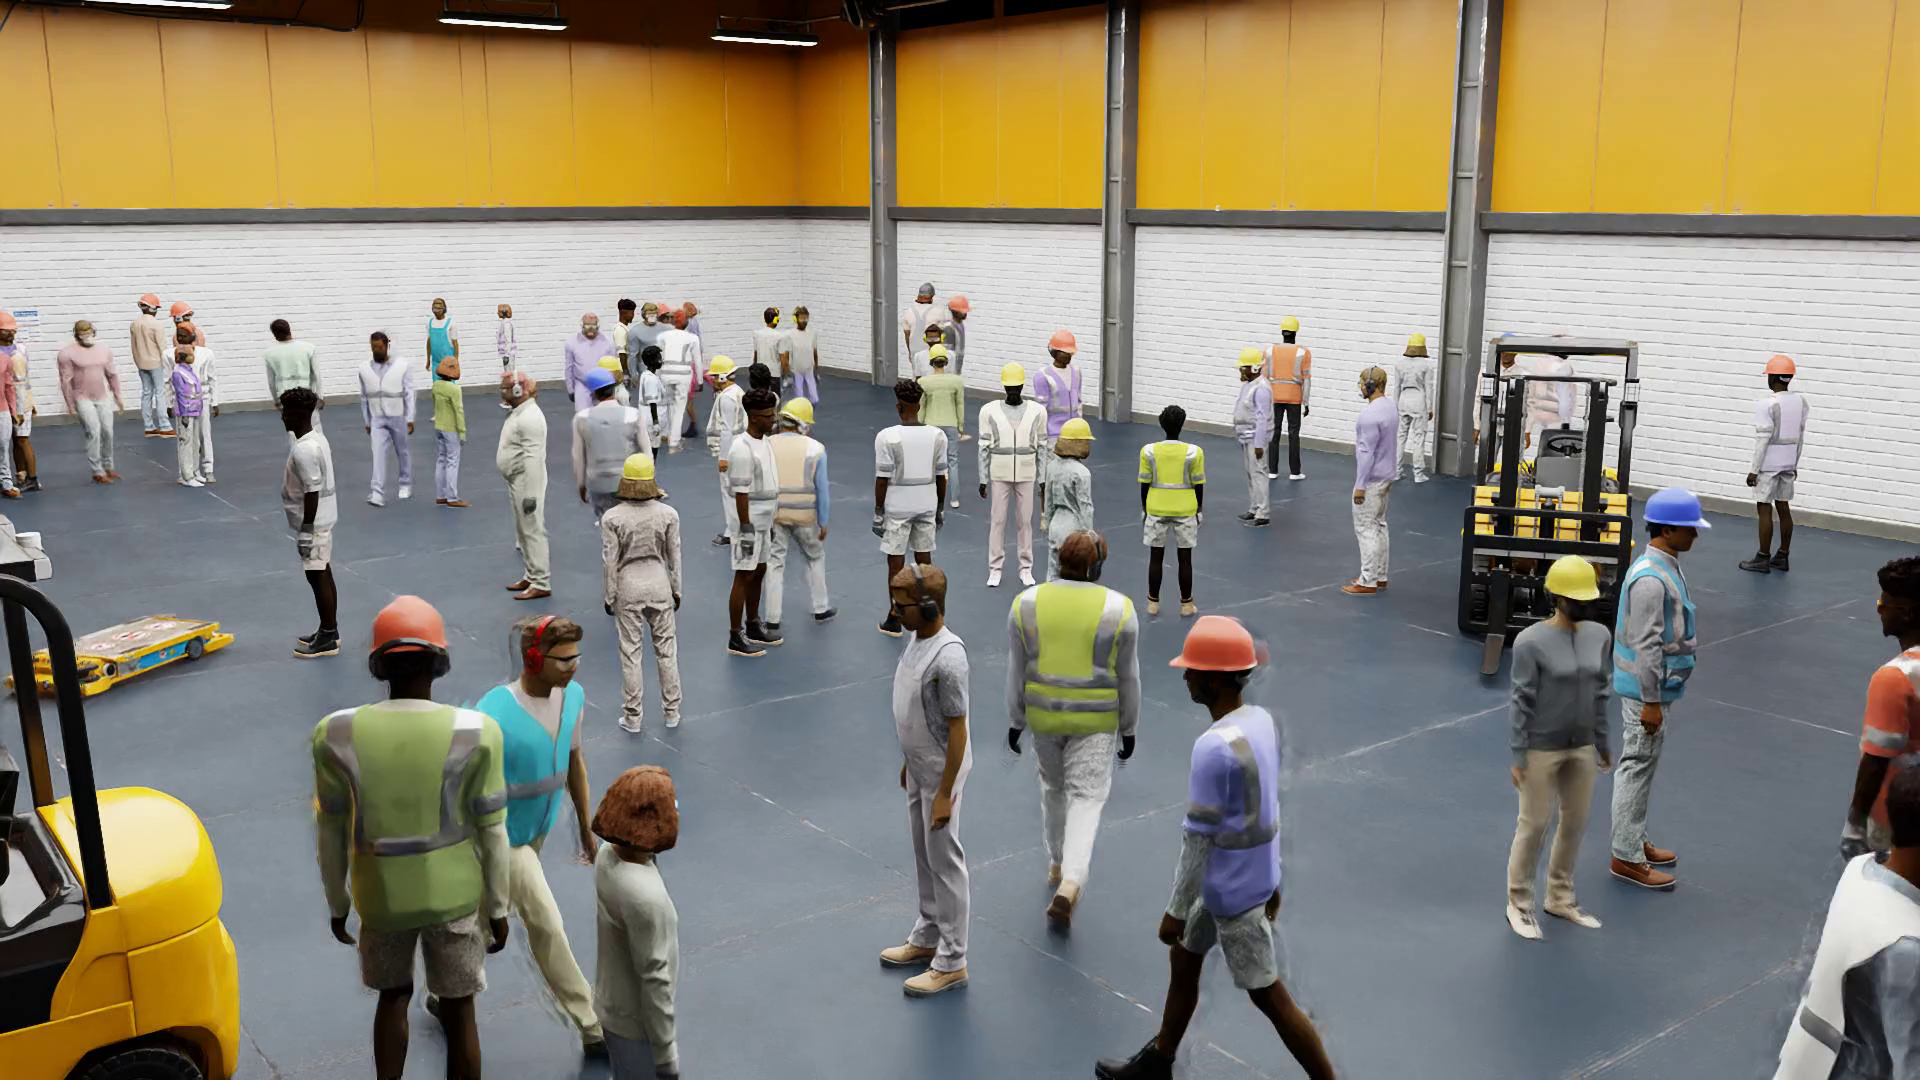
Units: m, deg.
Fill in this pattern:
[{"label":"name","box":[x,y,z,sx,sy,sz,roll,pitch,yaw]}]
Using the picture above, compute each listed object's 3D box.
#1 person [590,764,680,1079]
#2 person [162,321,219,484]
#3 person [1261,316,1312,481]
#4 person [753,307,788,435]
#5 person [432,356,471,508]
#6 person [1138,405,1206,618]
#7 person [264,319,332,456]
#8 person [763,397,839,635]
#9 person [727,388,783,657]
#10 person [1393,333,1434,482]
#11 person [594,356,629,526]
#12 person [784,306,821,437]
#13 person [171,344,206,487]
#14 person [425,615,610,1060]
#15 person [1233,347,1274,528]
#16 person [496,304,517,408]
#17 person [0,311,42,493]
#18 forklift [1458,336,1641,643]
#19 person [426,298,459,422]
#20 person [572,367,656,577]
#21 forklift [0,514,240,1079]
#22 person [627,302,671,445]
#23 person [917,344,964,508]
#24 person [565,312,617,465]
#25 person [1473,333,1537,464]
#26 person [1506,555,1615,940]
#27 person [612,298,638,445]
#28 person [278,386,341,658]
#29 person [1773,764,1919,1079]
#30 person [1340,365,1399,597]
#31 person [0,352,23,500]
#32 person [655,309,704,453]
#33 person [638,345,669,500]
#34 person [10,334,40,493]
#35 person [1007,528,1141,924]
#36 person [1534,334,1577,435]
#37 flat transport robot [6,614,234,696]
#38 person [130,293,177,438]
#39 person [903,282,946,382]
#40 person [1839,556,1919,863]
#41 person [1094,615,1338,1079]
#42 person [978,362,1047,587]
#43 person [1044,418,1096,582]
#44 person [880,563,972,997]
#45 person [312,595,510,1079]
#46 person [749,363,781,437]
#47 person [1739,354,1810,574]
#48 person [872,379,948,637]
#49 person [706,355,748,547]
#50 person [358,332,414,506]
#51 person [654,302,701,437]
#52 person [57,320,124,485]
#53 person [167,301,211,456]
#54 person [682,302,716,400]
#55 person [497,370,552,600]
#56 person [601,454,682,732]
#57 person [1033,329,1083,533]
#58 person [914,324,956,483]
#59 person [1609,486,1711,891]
[{"label":"person","box":[-0.982,1.476,5.119,0.276,1.627,0.504,-6,13,-25]},{"label":"person","box":[-8.910,-1.590,19.298,0.575,1.882,0.359,-4,12,-19]},{"label":"person","box":[3.825,-1.657,19.514,0.589,1.928,0.385,6,13,26]},{"label":"person","box":[-2.538,-2.181,22.226,0.531,1.856,0.329,6,13,25]},{"label":"person","box":[-5.472,-1.157,17.842,0.503,1.624,0.284,10,15,40]},{"label":"person","box":[1.672,-0.221,13.136,0.532,1.698,0.319,3,12,14]},{"label":"person","box":[-7.933,-1.701,19.894,0.654,1.868,0.438,-3,12,-15]},{"label":"person","box":[-1.274,-0.188,12.773,0.646,1.796,0.627,0,12,0]},{"label":"person","box":[-1.492,-0.138,12.113,0.389,1.956,0.606,3,12,14]},{"label":"person","box":[5.315,-1.553,19.489,0.490,1.737,0.320,11,16,43]},{"label":"person","box":[-3.490,-0.977,16.680,0.304,1.742,0.487,-11,16,-44]},{"label":"person","box":[-2.122,-2.256,22.598,0.528,1.846,0.404,-6,13,-28]},{"label":"person","box":[-8.866,-1.434,19.130,0.308,1.642,0.510,-1,12,-7]},{"label":"person","box":[-1.714,1.138,6.446,1.050,1.761,0.573,4,12,18]},{"label":"person","box":[2.950,-1.038,16.816,0.426,1.815,0.587,-1,12,-3]},{"label":"person","box":[-7.136,-2.900,26.216,0.307,1.641,0.513,-4,12,-19]},{"label":"person","box":[-10.646,-1.541,18.672,0.397,2.043,0.609,4,12,19]},{"label":"forklift","box":[4.683,-0.471,13.136,1.214,2.155,2.313,4,12,20]},{"label":"person","box":[-7.627,-2.647,24.527,0.517,1.837,0.338,4,12,16]},{"label":"person","box":[-2.869,-0.476,13.818,0.672,1.914,0.447,-1,12,-5]},{"label":"forklift","box":[-3.687,1.115,5.480,2.313,2.155,1.214,-9,15,-36]},{"label":"person","box":[-4.115,-2.215,22.218,0.635,1.928,0.381,-8,14,-35]},{"label":"person","box":[-0.215,-1.205,17.746,0.527,1.761,0.333,-1,12,-6]},{"label":"person","box":[-4.557,-1.874,20.666,0.641,1.884,0.689,-4,12,-18]},{"label":"person","box":[5.523,-1.132,16.926,0.602,1.948,0.387,6,13,26]},{"label":"person","box":[2.709,0.933,7.478,0.578,1.764,0.310,-4,12,-20]},{"label":"person","box":[-4.497,-2.267,22.380,0.377,1.959,0.603,-3,12,-12]},{"label":"person","box":[-4.714,-0.136,12.070,0.361,1.965,0.613,-3,12,-14]},{"label":"person","box":[2.438,1.503,4.320,0.675,1.891,0.611,7,13,29]},{"label":"person","box":[3.456,-0.493,13.909,0.377,1.927,0.635,7,14,30]},{"label":"person","box":[-10.581,-1.375,18.125,0.372,1.940,0.631,8,14,32]},{"label":"person","box":[-3.644,-2.095,21.794,0.601,1.850,0.843,3,12,14]},{"label":"person","box":[-3.389,-1.298,18.339,0.319,1.695,0.539,-3,12,-16]},{"label":"person","box":[-10.662,-1.493,18.733,0.393,1.927,0.549,-10,15,-40]},{"label":"person","box":[0.518,0.847,7.741,0.636,1.809,0.863,4,12,17]},{"label":"person","box":[6.487,-1.327,18.143,0.445,1.831,0.679,-1,12,-7]},{"label":"flat transport robot","box":[-5.890,0.787,11.732,0.652,0.197,1.431,3,12,16]},{"label":"person","box":[-11.128,-2.402,22.967,0.608,1.987,0.394,5,13,23]},{"label":"person","box":[-0.481,-2.843,24.966,0.684,2.000,0.538,5,13,22]},{"label":"person","box":[3.679,1.019,6.521,0.633,1.948,0.420,-8,14,-33]},{"label":"person","box":[1.004,1.199,5.872,1.018,1.885,0.548,5,13,22]},{"label":"person","box":[0.452,-0.553,14.182,0.594,1.926,0.367,-1,12,-4]},{"label":"person","box":[0.807,-0.016,12.039,0.323,1.741,0.491,-7,14,-32]},{"label":"person","box":[-0.129,0.988,6.956,0.344,1.839,0.506,-4,12,-19]},{"label":"person","box":[-1.806,1.197,5.533,0.620,2.011,0.598,-2,12,-9]},{"label":"person","box":[-1.958,-0.901,16.422,0.319,1.697,0.533,6,13,25]},{"label":"person","box":[7.195,-0.673,14.737,0.551,1.935,0.375,-5,13,-22]},{"label":"person","box":[-0.382,-0.240,12.622,0.614,1.952,0.386,-7,13,-29]},{"label":"person","box":[-2.217,-0.855,15.912,0.403,1.818,0.600,0,12,-1]},{"label":"person","box":[-6.211,-1.322,18.047,0.613,1.867,0.997,-1,12,-3]},{"label":"person","box":[-3.986,-2.346,23.008,0.988,1.868,0.559,8,14,34]},{"label":"person","box":[-10.025,-1.589,19.223,0.426,1.910,0.662,7,14,31]},{"label":"person","box":[-9.889,-2.059,21.327,0.413,1.984,0.624,1,12,5]},{"label":"person","box":[-4.287,-3.079,27.158,0.621,1.612,0.502,-3,12,-16]},{"label":"person","box":[-3.626,-0.461,13.797,0.402,1.905,0.650,-5,13,-24]},{"label":"person","box":[-1.982,0.327,10.378,0.493,1.743,0.314,-5,13,-22]},{"label":"person","box":[0.997,-1.058,16.383,0.612,2.030,0.403,-10,16,-41]},{"label":"person","box":[-0.283,-1.578,19.305,0.510,1.861,0.324,0,12,-1]},{"label":"person","box":[3.362,0.701,8.072,0.383,1.949,0.605,6,13,25]}]
